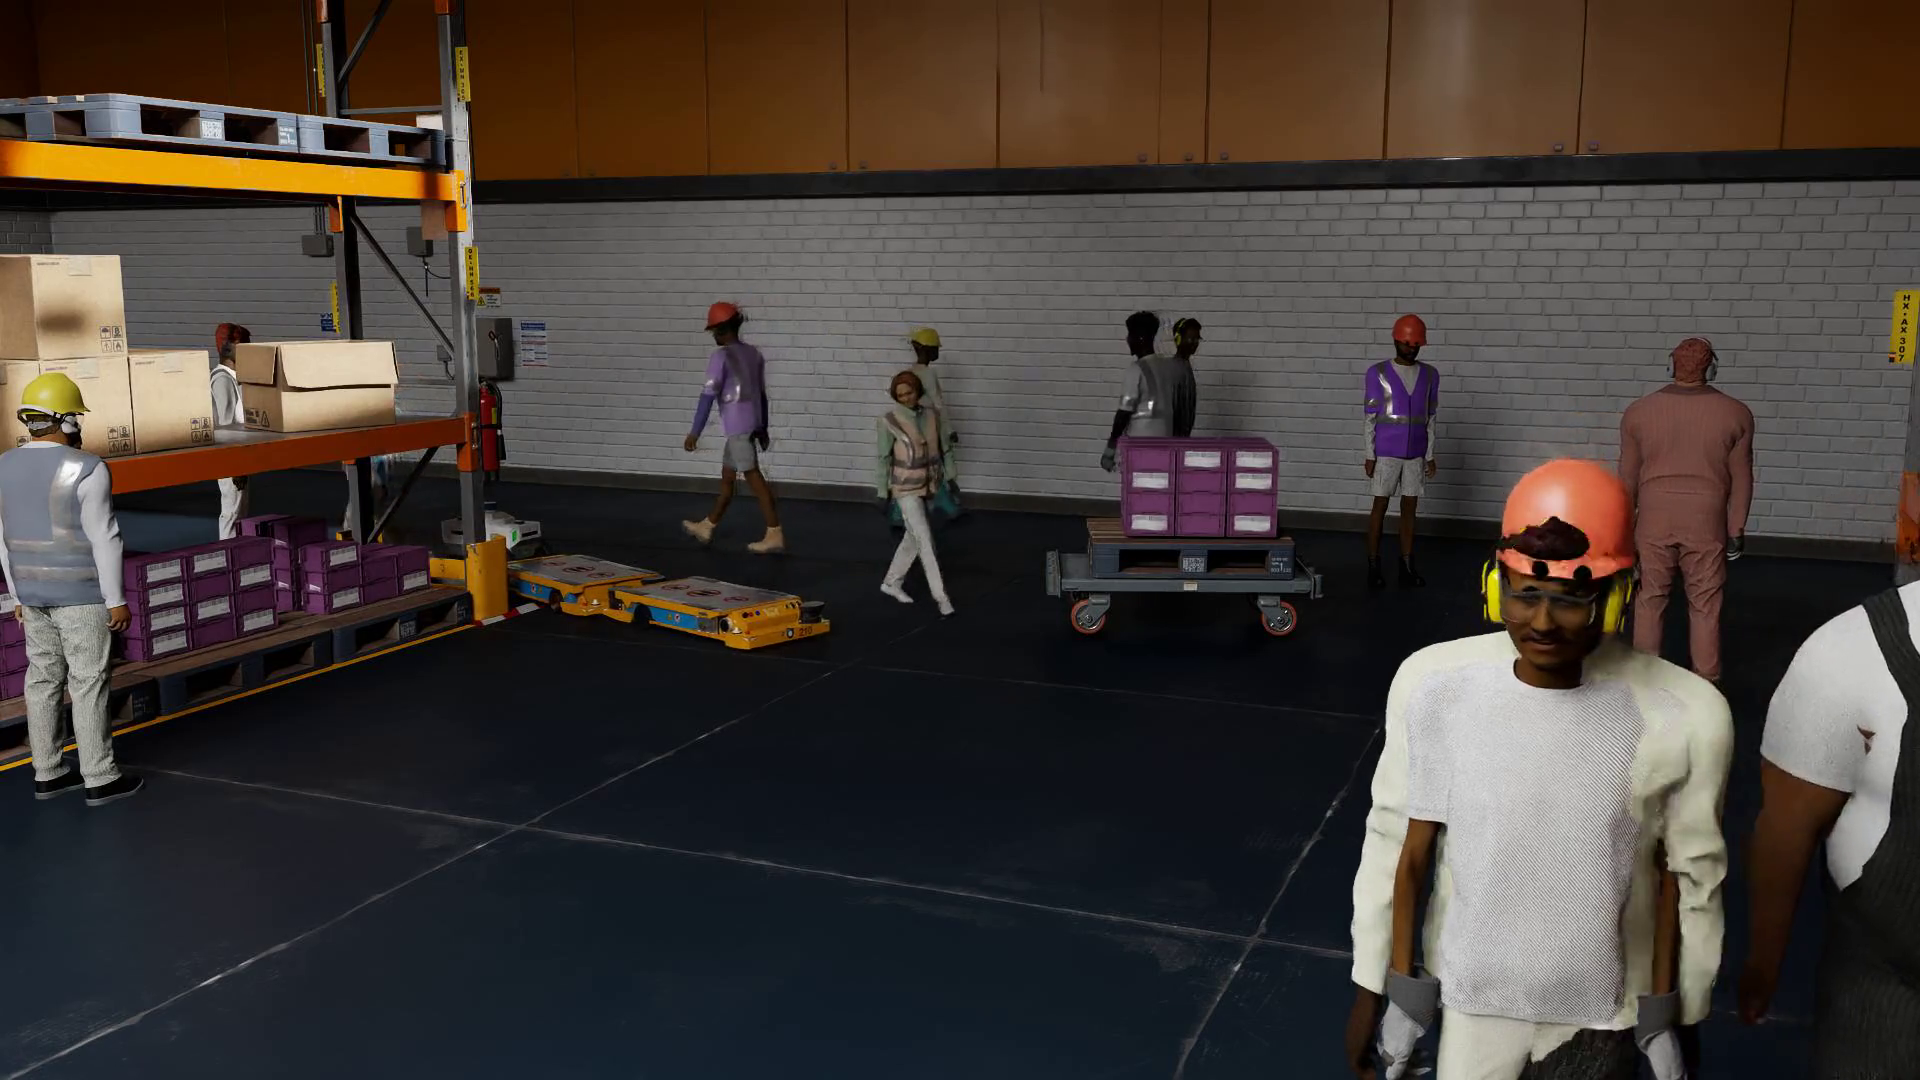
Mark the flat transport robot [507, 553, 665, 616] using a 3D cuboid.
[{"bbox_3d":[-2.634,0.282,11.281,0.652,0.197,1.431,-9,13,-43],"label":"flat transport robot"}]

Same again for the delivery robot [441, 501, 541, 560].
[{"bbox_3d":[-3.408,-0.038,12.078,0.707,0.478,0.477,4,10,24],"label":"delivery robot"}]

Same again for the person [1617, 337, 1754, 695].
[{"bbox_3d":[3.724,-0.089,8.587,0.642,1.909,0.399,5,10,26],"label":"person"}]

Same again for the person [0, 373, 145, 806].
[{"bbox_3d":[-3.768,0.212,7.025,0.589,1.827,0.403,3,10,18],"label":"person"}]

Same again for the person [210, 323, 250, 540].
[{"bbox_3d":[-4.916,-0.525,11.291,0.355,1.887,0.573,-4,10,-25],"label":"person"}]

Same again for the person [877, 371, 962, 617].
[{"bbox_3d":[-0.305,-0.319,10.918,0.743,1.593,0.539,9,13,44],"label":"person"}]

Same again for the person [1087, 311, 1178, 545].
[{"bbox_3d":[1.253,-0.723,12.345,0.935,1.926,0.610,6,11,31],"label":"person"}]

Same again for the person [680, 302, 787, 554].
[{"bbox_3d":[-1.830,-0.887,13.192,1.059,1.969,0.645,4,10,22],"label":"person"}]

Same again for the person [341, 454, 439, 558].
[{"bbox_3d":[-4.036,-0.428,11.523,0.765,1.611,0.525,-5,11,-29],"label":"person"}]

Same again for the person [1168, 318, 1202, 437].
[{"bbox_3d":[1.731,-0.804,13.055,0.315,1.863,0.534,3,10,18],"label":"person"}]

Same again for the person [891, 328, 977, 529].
[{"bbox_3d":[-0.233,-0.957,14.394,0.836,1.727,0.530,-3,10,-15],"label":"person"}]

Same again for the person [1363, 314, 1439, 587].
[{"bbox_3d":[3.127,-0.628,11.780,0.543,1.932,0.365,-1,9,-8],"label":"person"}]

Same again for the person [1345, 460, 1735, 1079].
[{"bbox_3d":[1.072,0.805,3.115,0.635,1.951,1.049,5,11,28],"label":"person"}]

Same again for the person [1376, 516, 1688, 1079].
[{"bbox_3d":[1.034,0.852,3.006,0.539,1.866,0.313,2,10,14],"label":"person"}]

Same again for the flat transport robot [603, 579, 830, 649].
[{"bbox_3d":[-1.536,0.434,10.365,1.431,0.197,0.652,8,13,42],"label":"flat transport robot"}]
